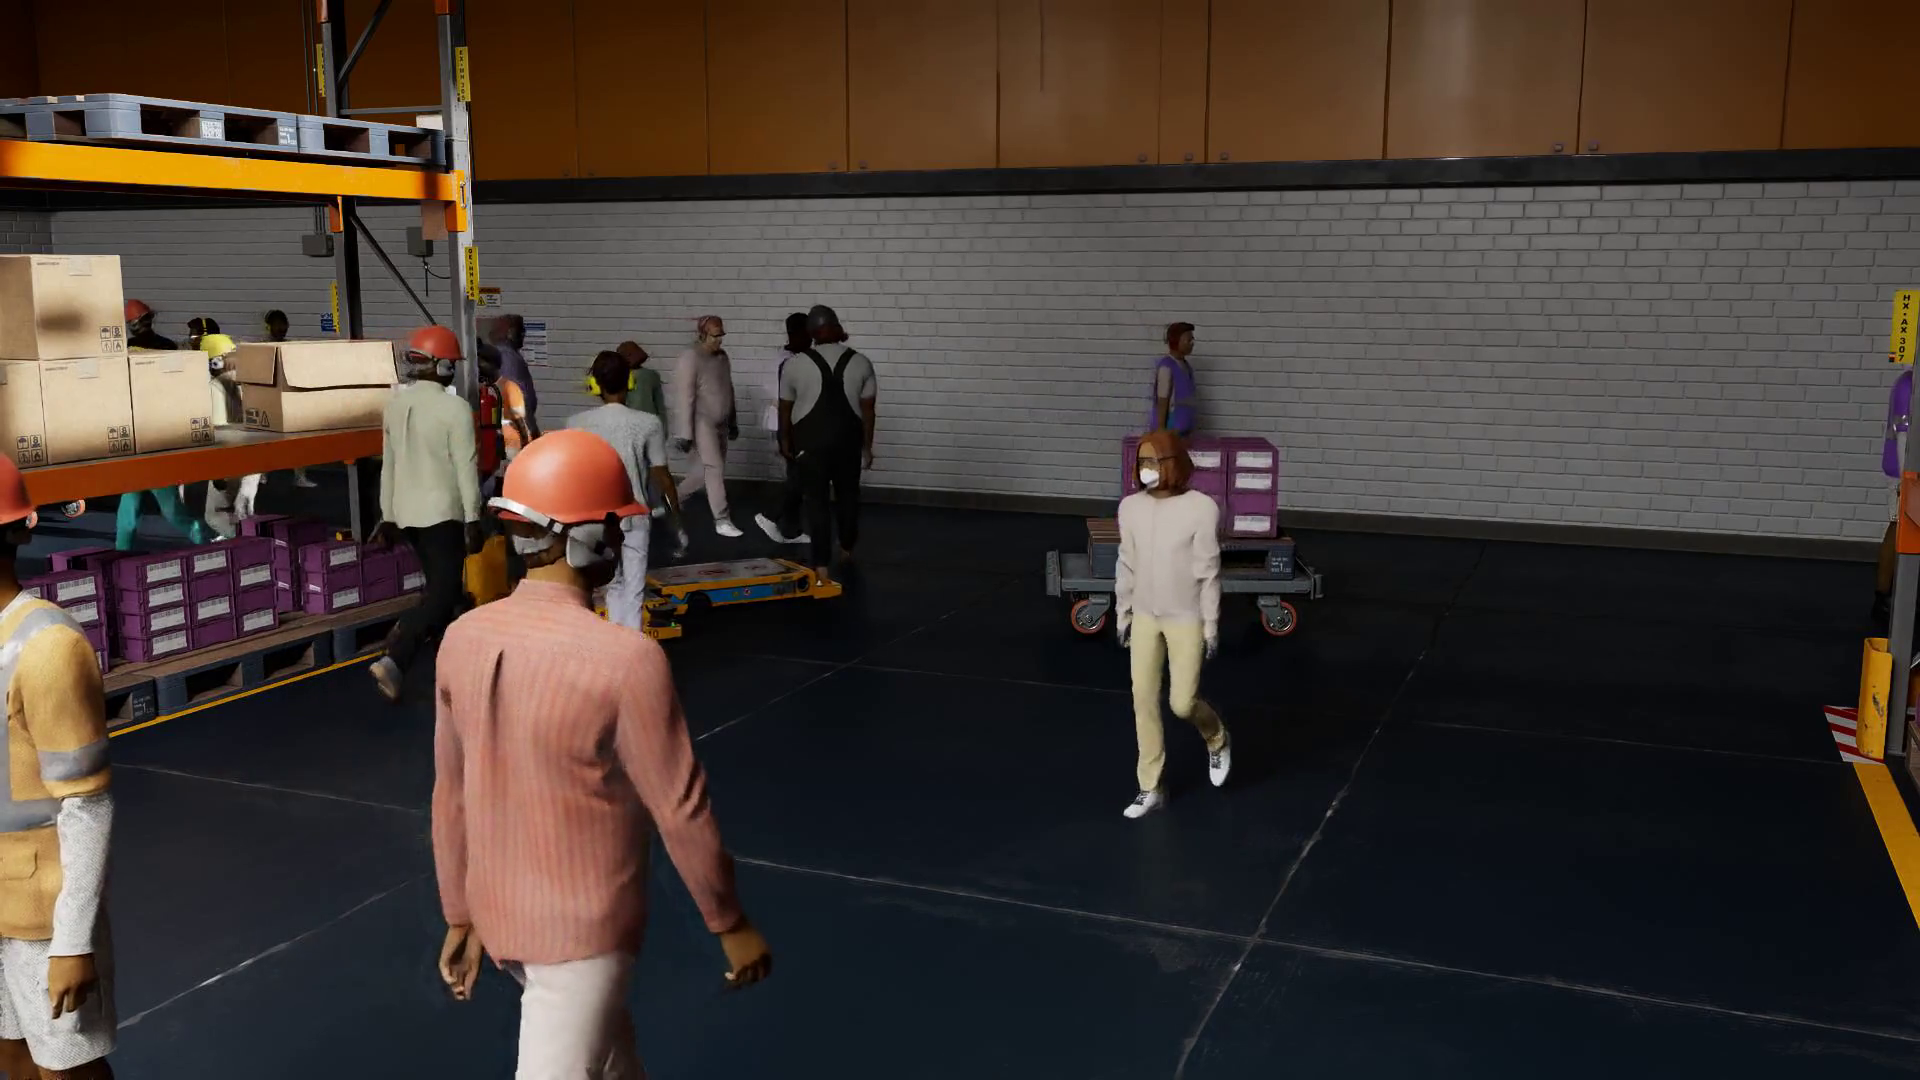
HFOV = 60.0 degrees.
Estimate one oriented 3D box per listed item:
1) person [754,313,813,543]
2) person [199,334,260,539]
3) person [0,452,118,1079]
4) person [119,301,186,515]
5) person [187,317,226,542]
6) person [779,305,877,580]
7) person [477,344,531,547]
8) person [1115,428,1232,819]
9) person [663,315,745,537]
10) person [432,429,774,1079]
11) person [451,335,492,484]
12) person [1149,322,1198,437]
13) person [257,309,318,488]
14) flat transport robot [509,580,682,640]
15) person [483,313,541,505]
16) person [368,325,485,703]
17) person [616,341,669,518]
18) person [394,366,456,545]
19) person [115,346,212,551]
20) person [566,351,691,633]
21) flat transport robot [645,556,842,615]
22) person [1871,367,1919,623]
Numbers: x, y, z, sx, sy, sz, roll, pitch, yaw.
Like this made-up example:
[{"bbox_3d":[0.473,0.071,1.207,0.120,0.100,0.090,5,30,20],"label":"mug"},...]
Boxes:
[{"bbox_3d":[-1.356,-0.885,13.463,0.461,1.899,0.616,-1,9,-5],"label":"person"},{"bbox_3d":[-5.024,-0.527,11.572,0.553,1.796,0.627,1,9,9],"label":"person"},{"bbox_3d":[-1.962,0.746,3.440,0.548,1.934,0.375,7,12,37],"label":"person"},{"bbox_3d":[-7.384,-1.190,15.126,0.894,1.938,0.669,5,11,27],"label":"person"},{"bbox_3d":[-5.973,-0.852,13.361,0.317,1.861,0.514,-3,10,-19],"label":"person"},{"bbox_3d":[-1.004,-0.772,12.323,0.693,2.000,1.005,-2,10,-14],"label":"person"},{"bbox_3d":[-3.669,-0.726,13.214,0.745,1.648,0.548,-8,12,-40],"label":"person"},{"bbox_3d":[0.895,0.330,6.905,0.521,1.617,0.506,8,12,39],"label":"person"},{"bbox_3d":[-2.186,-0.963,13.990,0.761,1.870,0.704,4,10,22],"label":"person"},{"bbox_3d":[-0.741,0.747,3.403,0.633,1.936,1.041,8,12,40],"label":"person"},{"bbox_3d":[-4.349,-1.031,15.028,0.850,1.644,0.531,-1,9,-4],"label":"person"},{"bbox_3d":[1.708,-0.881,13.647,0.766,1.824,0.570,4,10,25],"label":"person"},{"bbox_3d":[-7.032,-1.450,17.084,0.843,1.836,0.541,5,11,29],"label":"person"},{"bbox_3d":[-2.319,0.424,10.424,0.652,0.197,1.431,-6,11,-31],"label":"flat transport robot"},{"bbox_3d":[-3.833,-0.967,13.995,0.872,1.876,0.630,-5,11,-27],"label":"person"},{"bbox_3d":[-2.809,-0.123,8.634,0.630,1.968,0.799,6,11,33],"label":"person"},{"bbox_3d":[-2.884,-0.998,15.066,0.773,1.588,0.567,9,13,42],"label":"person"},{"bbox_3d":[-3.910,-0.586,12.224,0.551,1.690,0.743,-6,11,-34],"label":"person"},{"bbox_3d":[-5.624,-0.495,11.609,0.525,1.723,0.923,9,13,44],"label":"person"},{"bbox_3d":[-1.704,-0.053,8.585,0.596,1.833,0.724,1,9,7],"label":"person"},{"bbox_3d":[-1.577,0.298,11.183,1.431,0.197,0.652,-6,11,-31],"label":"flat transport robot"},{"bbox_3d":[6.123,-0.445,10.649,0.375,1.935,0.551,7,12,36],"label":"person"}]
